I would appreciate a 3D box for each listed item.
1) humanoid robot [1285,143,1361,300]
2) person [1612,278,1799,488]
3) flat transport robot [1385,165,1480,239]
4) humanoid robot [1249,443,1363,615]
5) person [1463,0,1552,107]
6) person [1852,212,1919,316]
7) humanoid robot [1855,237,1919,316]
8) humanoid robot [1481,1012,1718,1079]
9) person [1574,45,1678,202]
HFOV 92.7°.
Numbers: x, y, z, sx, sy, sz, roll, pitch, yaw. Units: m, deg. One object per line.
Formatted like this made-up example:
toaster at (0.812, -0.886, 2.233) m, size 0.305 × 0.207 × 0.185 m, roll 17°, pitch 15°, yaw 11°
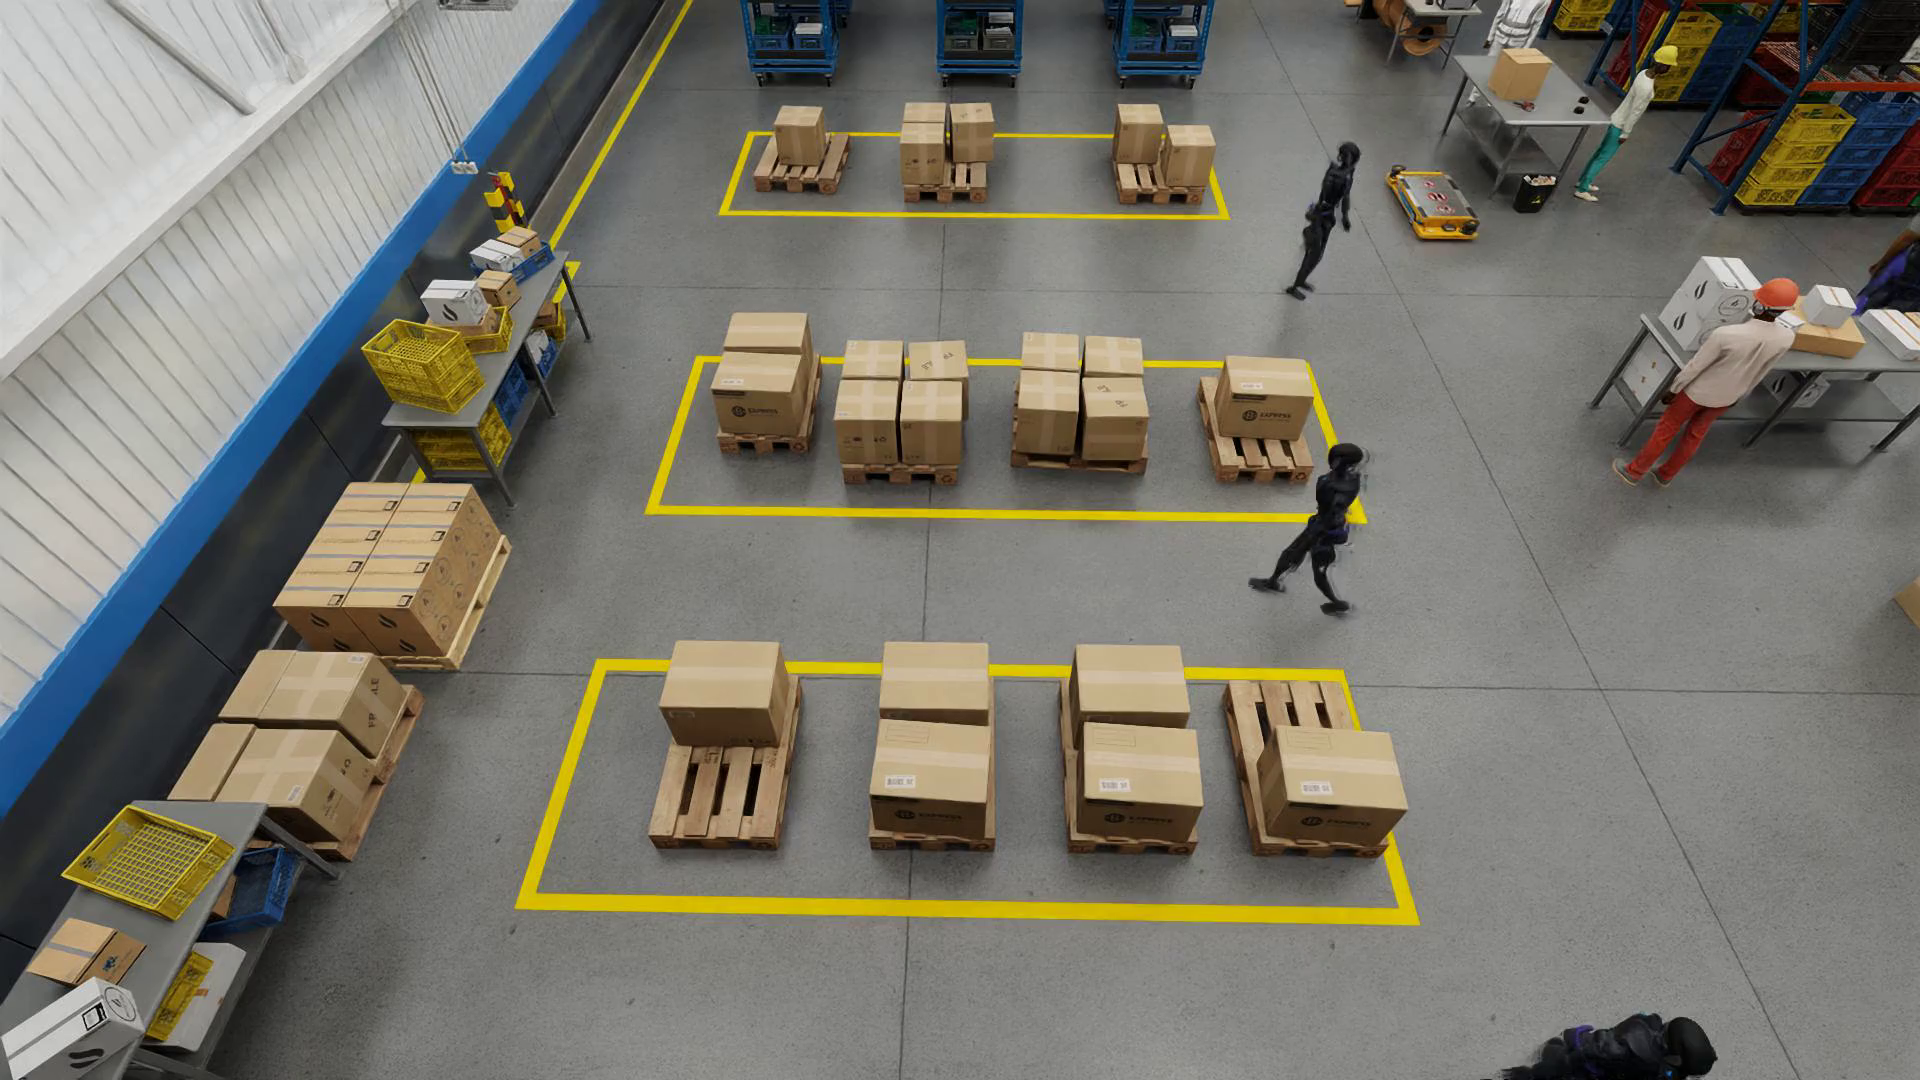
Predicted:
humanoid robot at (3.774, -3.233, 9.420) m, size 0.602 × 1.655 × 0.430 m, roll -36°, pitch 58°, yaw -27°
person at (6.093, -1.232, 7.468) m, size 0.614 × 1.986 × 0.406 m, roll 2°, pitch 49°, yaw 2°
flat transport robot at (5.692, -4.094, 11.059) m, size 0.652 × 0.197 × 1.431 m, roll 1°, pitch 49°, yaw 1°
humanoid robot at (2.693, -0.048, 6.679) m, size 0.721 × 1.649 × 0.569 m, roll 7°, pitch 49°, yaw 6°
person at (7.329, -6.662, 12.233) m, size 0.572 × 1.882 × 0.356 m, roll 30°, pitch 55°, yaw 23°
person at (9.049, -2.629, 8.638) m, size 0.687 × 2.000 × 0.536 m, roll 18°, pitch 51°, yaw 15°
humanoid robot at (8.930, -2.336, 8.635) m, size 0.586 × 1.624 × 0.602 m, roll -11°, pitch 50°, yaw -10°
humanoid robot at (3.073, 2.522, 4.427) m, size 0.752 × 1.631 × 0.517 m, roll -1°, pitch 49°, yaw -1°
person at (7.823, -4.885, 10.777) m, size 0.337 × 1.756 × 0.516 m, roll 17°, pitch 51°, yaw 14°
